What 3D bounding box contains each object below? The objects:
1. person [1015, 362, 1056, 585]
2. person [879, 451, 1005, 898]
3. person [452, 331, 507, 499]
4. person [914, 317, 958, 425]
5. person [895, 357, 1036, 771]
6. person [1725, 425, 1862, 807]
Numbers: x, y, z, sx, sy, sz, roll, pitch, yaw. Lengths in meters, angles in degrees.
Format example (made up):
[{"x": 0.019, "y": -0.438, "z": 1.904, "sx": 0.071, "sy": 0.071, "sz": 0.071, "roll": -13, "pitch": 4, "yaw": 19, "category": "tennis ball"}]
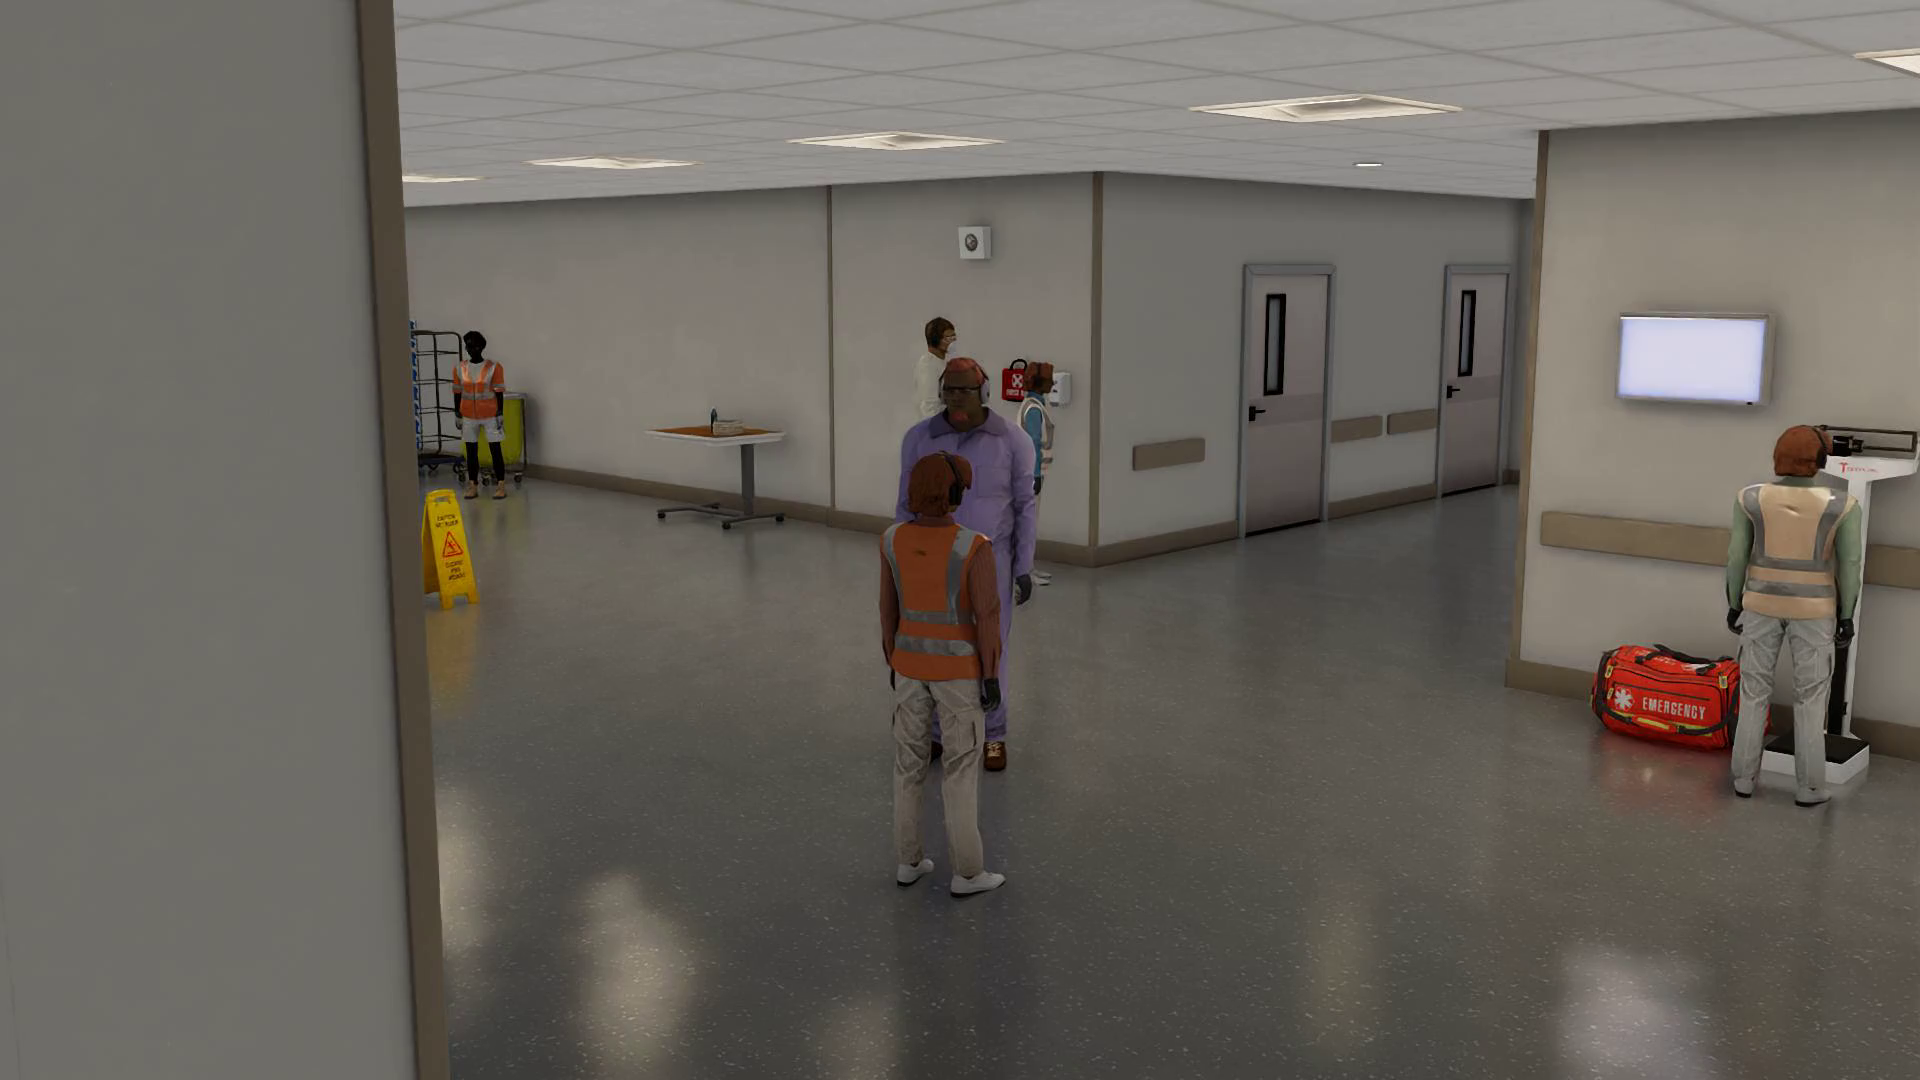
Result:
[{"x": 0.538, "y": -0.485, "z": 12.150, "sx": 0.318, "sy": 1.629, "sz": 0.508, "roll": 0, "pitch": 9, "yaw": 1, "category": "person"}, {"x": -0.072, "y": 0.494, "z": 6.109, "sx": 0.510, "sy": 1.640, "sz": 0.308, "roll": 6, "pitch": 11, "yaw": 32, "category": "person"}, {"x": -4.792, "y": -1.240, "z": 16.601, "sx": 0.536, "sy": 1.689, "sz": 0.324, "roll": 0, "pitch": 9, "yaw": 3, "category": "person"}, {"x": -0.168, "y": -0.722, "z": 12.653, "sx": 0.366, "sy": 1.939, "sz": 0.635, "roll": 1, "pitch": 9, "yaw": 6, "category": "person"}, {"x": 0.018, "y": 0.115, "z": 7.624, "sx": 0.651, "sy": 1.904, "sz": 0.403, "roll": 1, "pitch": 9, "yaw": 9, "category": "person"}, {"x": 3.569, "y": 0.325, "z": 7.157, "sx": 0.522, "sy": 1.636, "sz": 0.310, "roll": 7, "pitch": 11, "yaw": 36, "category": "person"}]
